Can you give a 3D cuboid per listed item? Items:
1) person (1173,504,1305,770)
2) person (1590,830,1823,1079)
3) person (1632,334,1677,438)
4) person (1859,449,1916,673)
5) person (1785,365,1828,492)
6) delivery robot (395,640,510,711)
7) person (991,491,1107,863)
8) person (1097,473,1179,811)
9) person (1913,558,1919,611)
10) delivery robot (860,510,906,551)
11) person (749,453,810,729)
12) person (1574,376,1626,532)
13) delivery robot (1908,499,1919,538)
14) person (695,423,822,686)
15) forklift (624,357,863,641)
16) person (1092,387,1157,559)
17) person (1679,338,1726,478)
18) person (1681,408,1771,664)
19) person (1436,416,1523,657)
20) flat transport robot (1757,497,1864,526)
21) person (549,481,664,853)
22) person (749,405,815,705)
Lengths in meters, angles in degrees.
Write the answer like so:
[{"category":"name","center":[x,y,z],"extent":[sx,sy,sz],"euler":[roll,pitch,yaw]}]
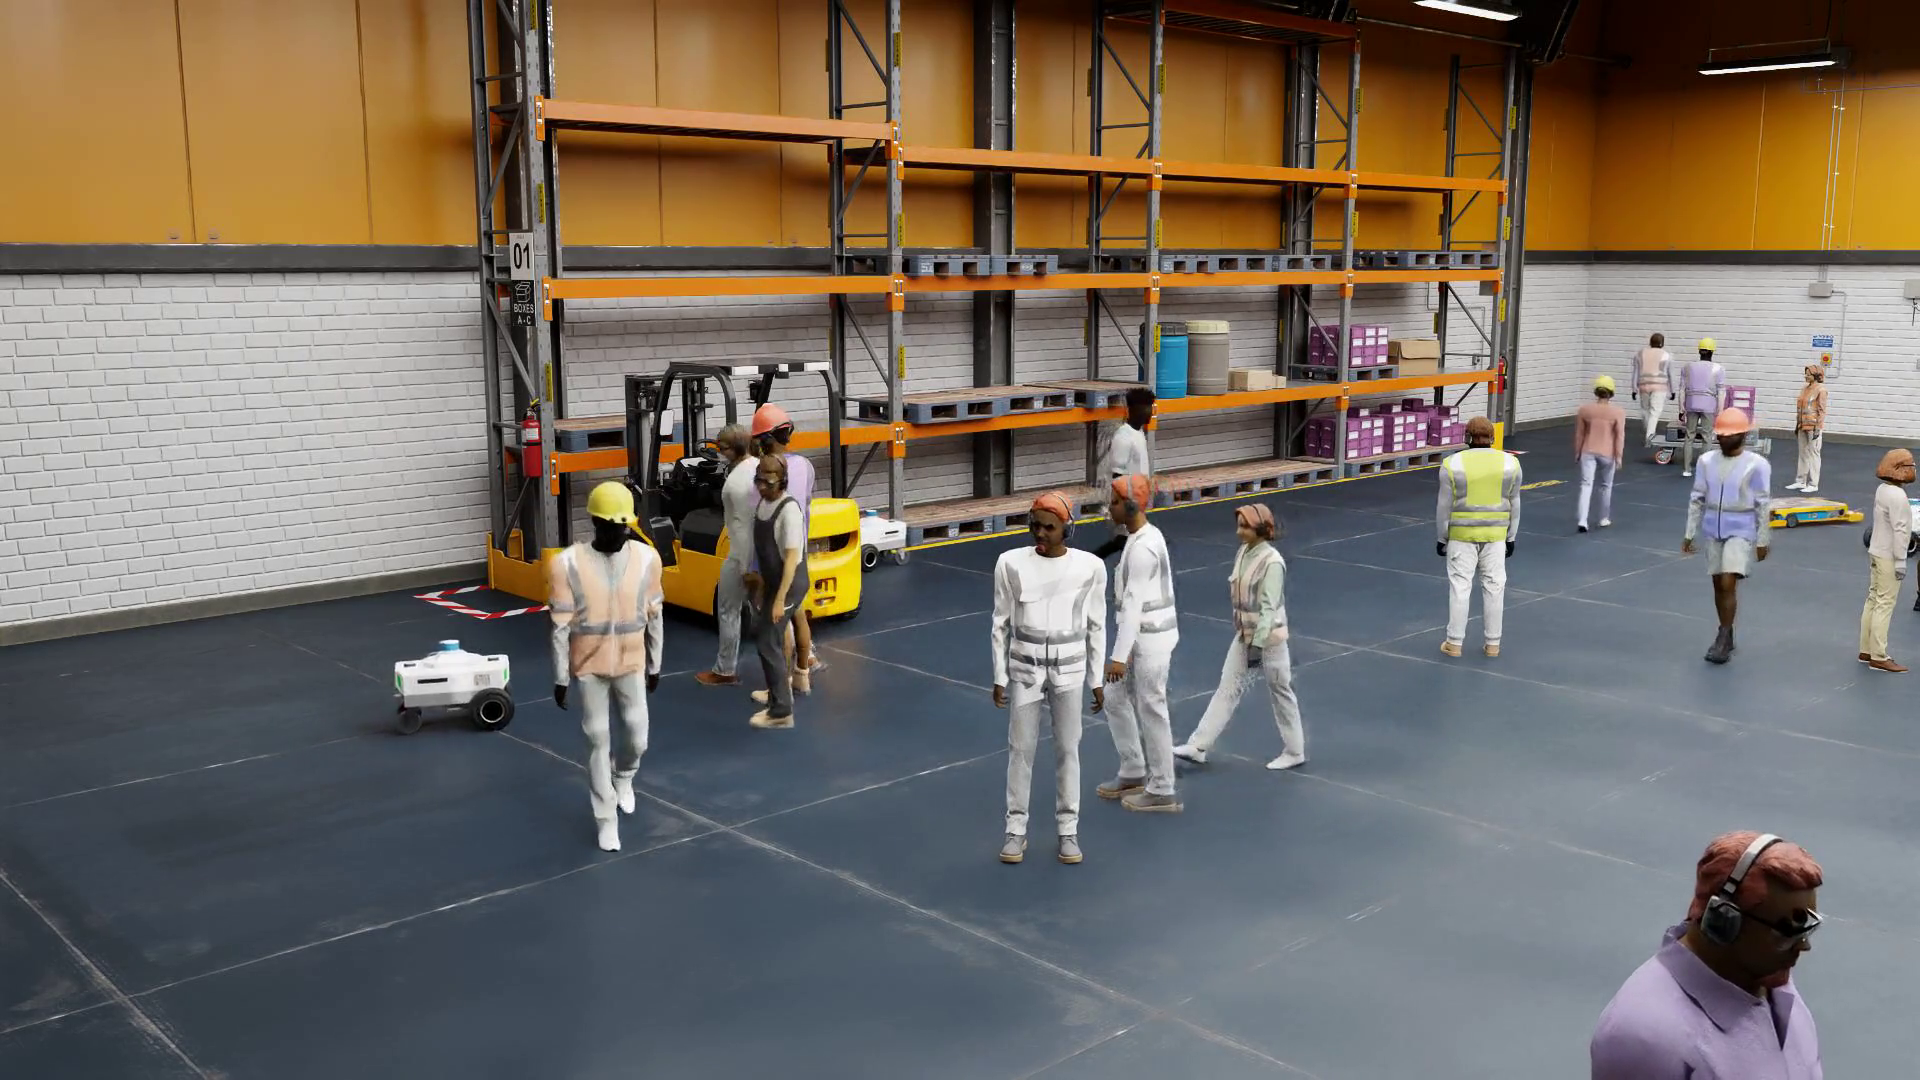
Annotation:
[{"category":"person","center":[1.656,0.587,9.720],"extent":[0.879,1.592,0.533],"euler":[-3,10,-19]},{"category":"person","center":[1.550,1.514,3.425],"extent":[0.639,1.903,0.406],"euler":[-9,13,-41]},{"category":"person","center":[11.207,-2.421,26.786],"extent":[0.640,1.789,0.928],"euler":[9,13,41]},{"category":"person","center":[6.840,0.142,12.229],"extent":[0.286,1.636,0.499],"euler":[2,10,13]},{"category":"person","center":[10.964,-1.436,21.459],"extent":[0.307,1.641,0.513],"euler":[-1,10,-5]},{"category":"delivery robot","center":[-3.280,0.889,10.742],"extent":[0.707,0.478,0.477],"euler":[-3,10,-17]},{"category":"person","center":[0.440,0.685,8.324],"extent":[0.573,1.885,0.357],"euler":[1,10,4]},{"category":"person","center":[0.939,0.566,9.066],"extent":[0.587,1.864,0.596],"euler":[1,10,3]},{"category":"person","center":[8.360,-0.318,14.038],"extent":[0.362,1.939,0.542],"euler":[-2,10,-11]},{"category":"delivery robot","center":[-0.865,-0.051,16.250],"extent":[0.707,0.478,0.477],"euler":[-9,13,-43]},{"category":"person","center":[-1.168,0.336,10.649],"extent":[0.396,1.810,0.523],"euler":[-5,11,-28]},{"category":"person","center":[7.056,-0.956,18.395],"extent":[0.532,1.725,0.883],"euler":[6,11,31]},{"category":"delivery robot","center":[9.717,-0.178,16.977],"extent":[0.707,0.478,0.477],"euler":[-3,10,-14]},{"category":"person","center":[-1.417,0.120,11.635],"extent":[0.889,1.897,0.616],"euler":[2,10,13]},{"category":"forklift","center":[-1.847,-0.414,13.852],"extent":[1.214,2.155,2.313],"euler":[-9,13,-42]},{"category":"person","center":[1.364,-0.381,14.463],"extent":[0.857,1.928,0.643],"euler":[3,10,18]},{"category":"person","center":[10.150,-1.802,22.763],"extent":[0.593,1.925,0.384],"euler":[8,12,38]},{"category":"person","center":[5.710,-0.035,12.485],"extent":[0.829,1.904,0.555],"euler":[-7,12,-36]},{"category":"person","center":[3.908,-0.022,12.604],"extent":[0.624,1.840,0.429],"euler":[0,10,3]},{"category":"flat transport robot","center":[9.497,-0.328,18.973],"extent":[1.431,0.197,0.652],"euler":[-3,10,-19]},{"category":"person","center":[-1.823,0.627,8.606],"extent":[0.594,1.906,0.548],"euler":[-4,10,-21]},{"category":"person","center":[-1.240,0.104,11.292],"extent":[0.392,2.033,0.605],"euler":[5,11,26]}]
